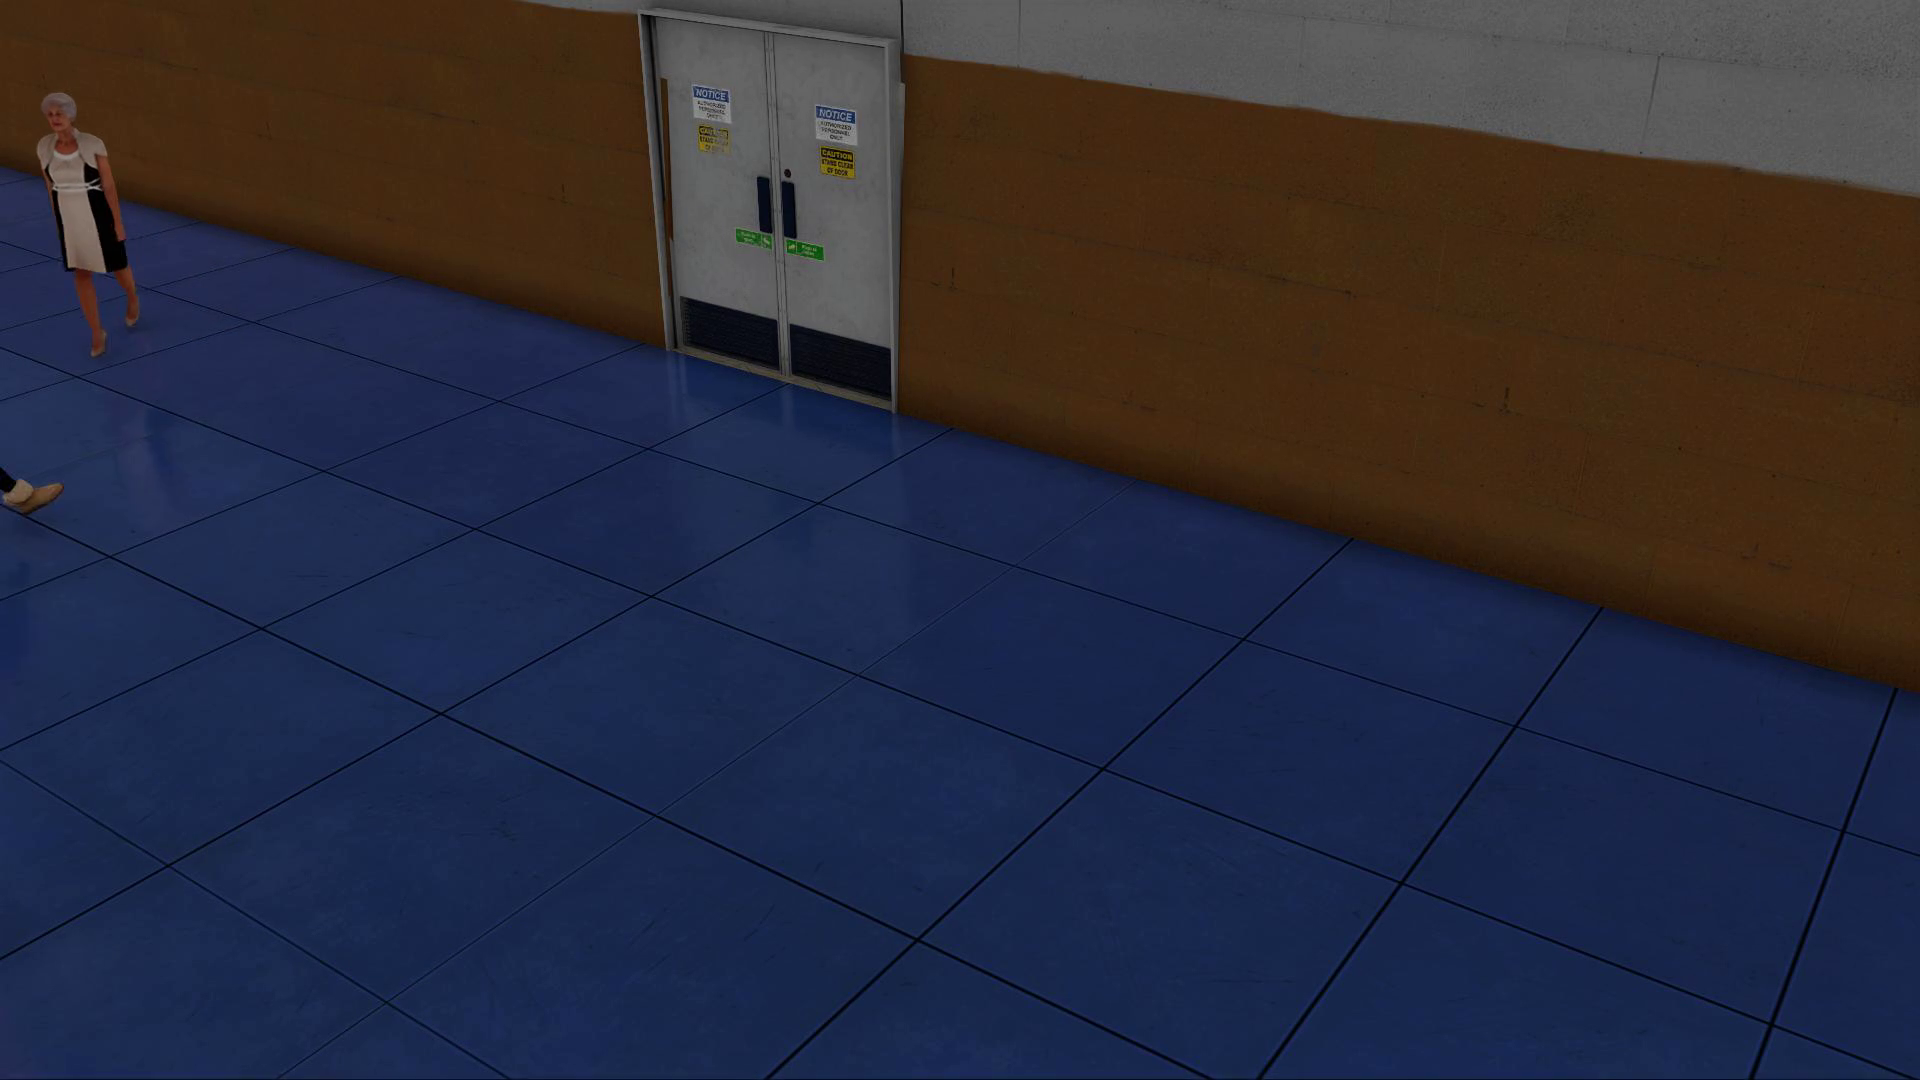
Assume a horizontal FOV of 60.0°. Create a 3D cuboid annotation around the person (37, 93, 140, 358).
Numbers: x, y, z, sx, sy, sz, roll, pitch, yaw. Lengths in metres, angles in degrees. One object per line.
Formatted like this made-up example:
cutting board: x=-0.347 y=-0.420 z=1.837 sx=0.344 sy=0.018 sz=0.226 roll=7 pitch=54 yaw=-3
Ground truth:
person: x=-5.936 y=-2.185 z=11.417 sx=1.054 sy=1.718 sz=1.139 roll=-3 pitch=27 yaw=-6
